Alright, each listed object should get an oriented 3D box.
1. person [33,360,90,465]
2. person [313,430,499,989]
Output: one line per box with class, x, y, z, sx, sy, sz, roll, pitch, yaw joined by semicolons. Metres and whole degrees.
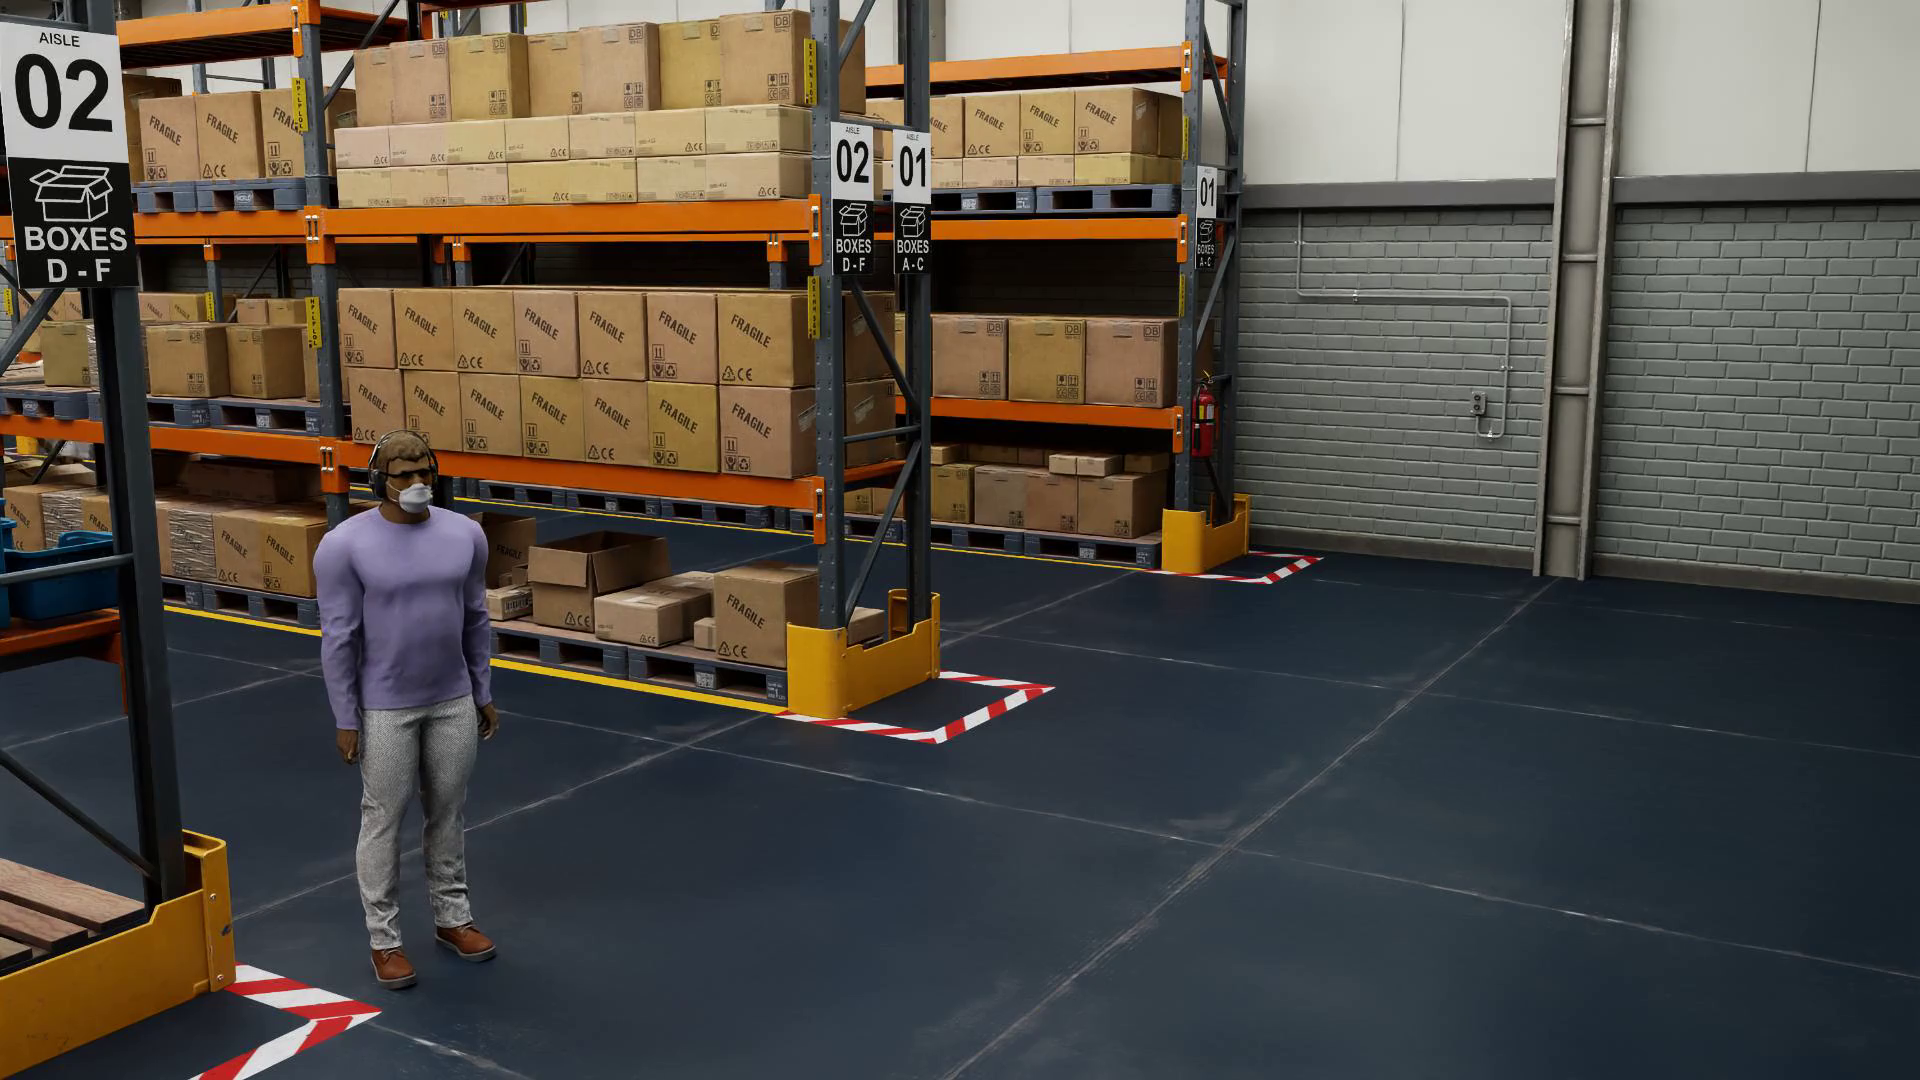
person;-8.275;-1.062;15.521;0.629;1.918;0.558;6;11;31
person;-1.916;0.578;5.857;0.372;1.940;0.630;9;13;43
